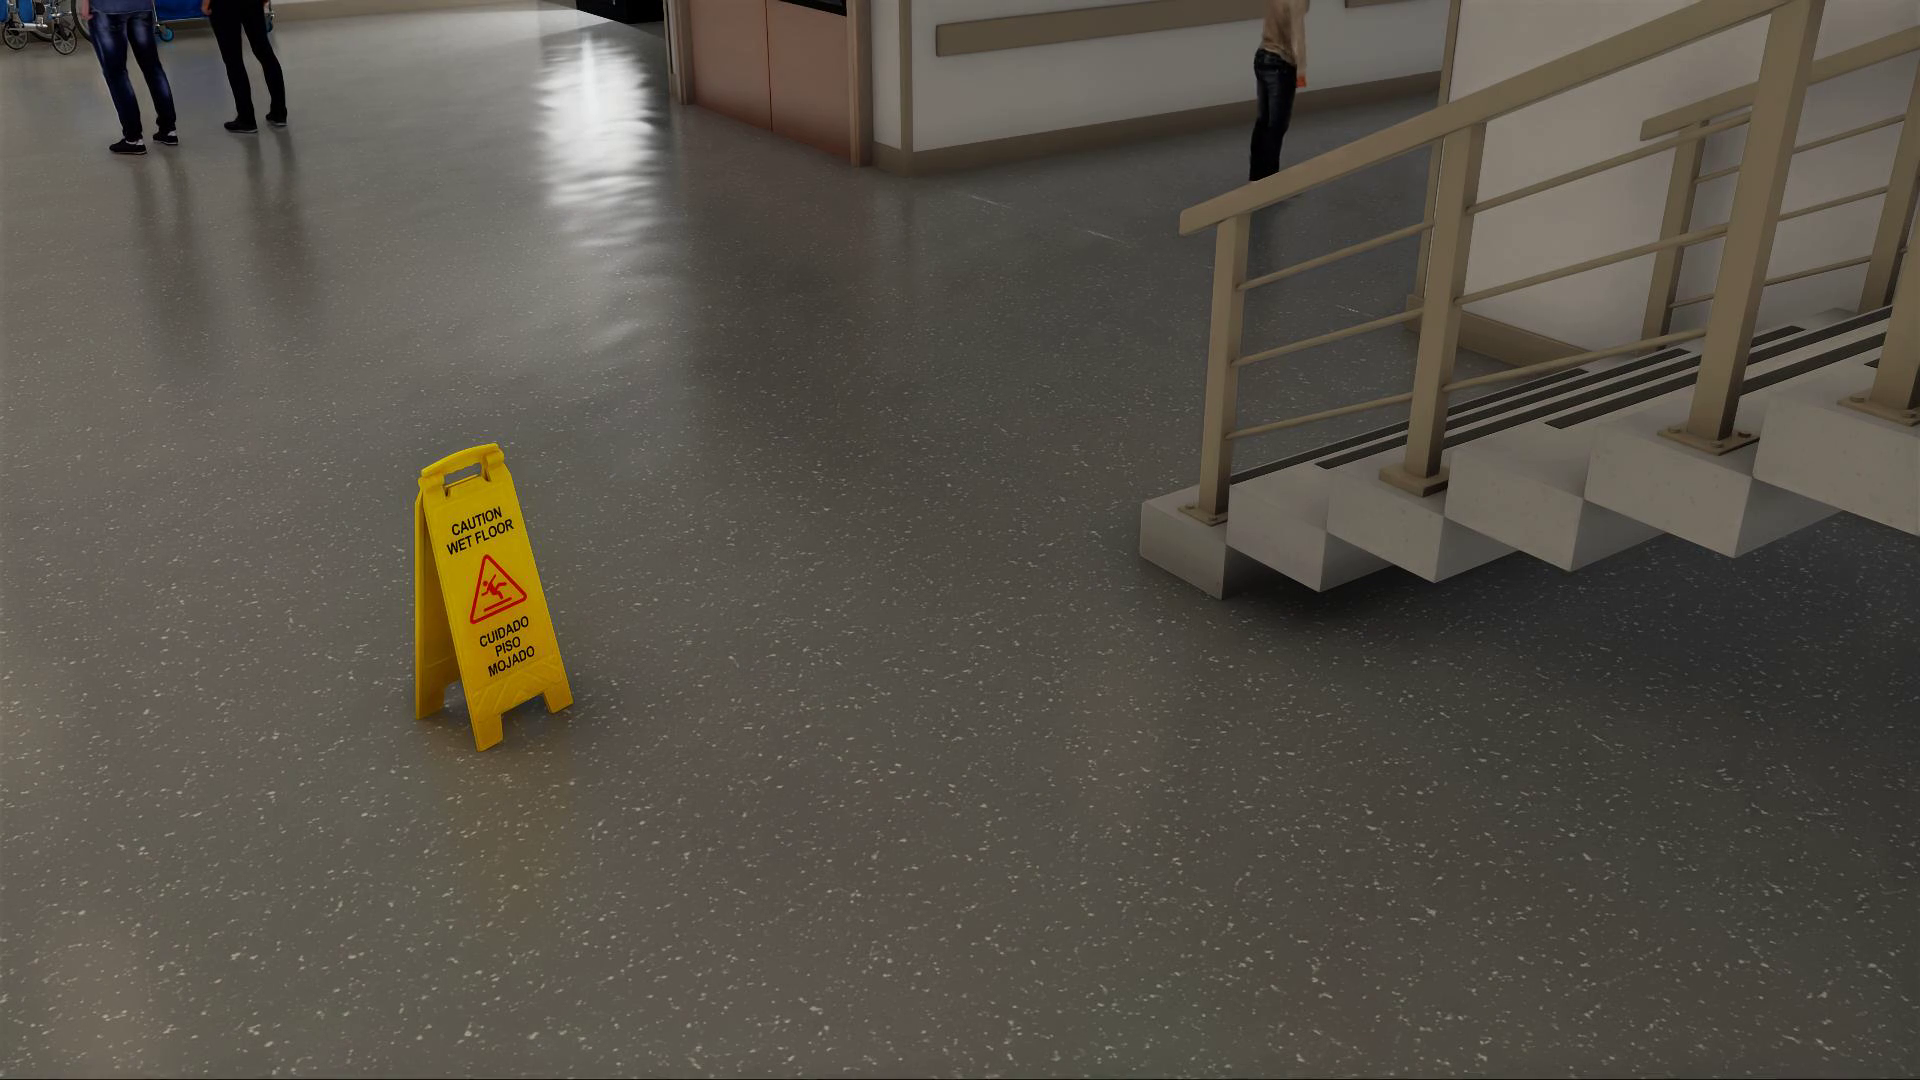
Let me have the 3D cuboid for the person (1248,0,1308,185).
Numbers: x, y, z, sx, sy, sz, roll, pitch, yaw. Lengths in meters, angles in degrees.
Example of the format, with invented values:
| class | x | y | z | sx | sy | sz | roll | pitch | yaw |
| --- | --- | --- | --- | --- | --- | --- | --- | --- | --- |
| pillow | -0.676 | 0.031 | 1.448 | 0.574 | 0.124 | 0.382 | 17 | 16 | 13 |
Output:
| class | x | y | z | sx | sy | sz | roll | pitch | yaw |
| --- | --- | --- | --- | --- | --- | --- | --- | --- | --- |
| person | 1.866 | -2.787 | 9.778 | 0.700 | 1.461 | 0.564 | -4 | 26 | -8 |

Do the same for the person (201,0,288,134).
| class | x | y | z | sx | sy | sz | roll | pitch | yaw |
| --- | --- | --- | --- | --- | --- | --- | --- | --- | --- |
| person | -4.918 | -3.726 | 11.284 | 0.676 | 1.844 | 0.727 | 17 | 30 | 31 |

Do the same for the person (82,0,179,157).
| class | x | y | z | sx | sy | sz | roll | pitch | yaw |
| --- | --- | --- | --- | --- | --- | --- | --- | --- | --- |
| person | -5.399 | -3.421 | 10.672 | 0.769 | 1.826 | 0.797 | 13 | 29 | 25 |
